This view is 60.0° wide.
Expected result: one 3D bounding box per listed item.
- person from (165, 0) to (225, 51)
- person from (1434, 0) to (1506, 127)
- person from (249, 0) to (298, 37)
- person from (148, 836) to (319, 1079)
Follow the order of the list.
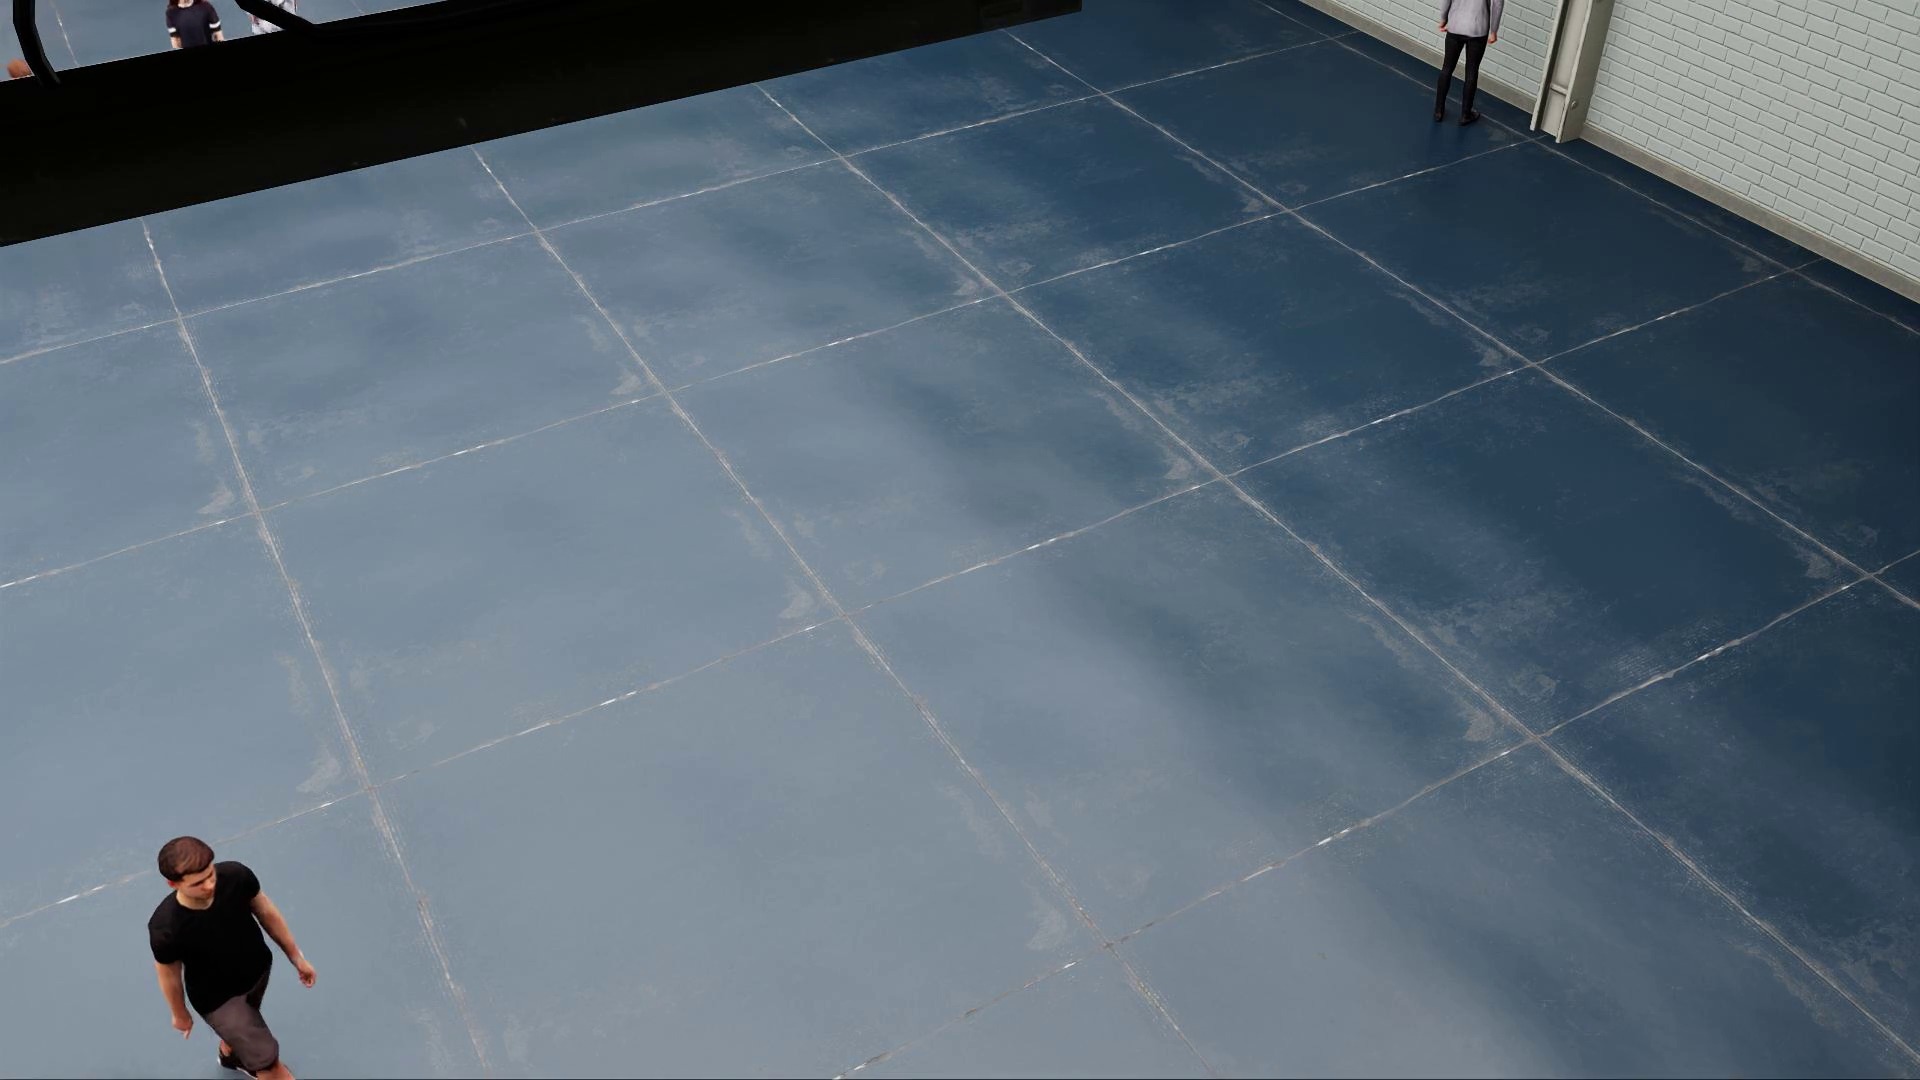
[{"bbox_3d":[-7.145,-4.569,15.709,0.699,1.620,0.796,-9,39,-12],"label":"person"},{"bbox_3d":[4.866,-4.930,15.925,0.766,1.923,0.895,20,42,24],"label":"person"},{"bbox_3d":[-6.692,-5.197,16.276,0.726,1.911,0.857,-25,45,-29],"label":"person"},{"bbox_3d":[-3.263,1.889,7.304,1.274,1.805,1.102,15,41,19],"label":"person"}]
